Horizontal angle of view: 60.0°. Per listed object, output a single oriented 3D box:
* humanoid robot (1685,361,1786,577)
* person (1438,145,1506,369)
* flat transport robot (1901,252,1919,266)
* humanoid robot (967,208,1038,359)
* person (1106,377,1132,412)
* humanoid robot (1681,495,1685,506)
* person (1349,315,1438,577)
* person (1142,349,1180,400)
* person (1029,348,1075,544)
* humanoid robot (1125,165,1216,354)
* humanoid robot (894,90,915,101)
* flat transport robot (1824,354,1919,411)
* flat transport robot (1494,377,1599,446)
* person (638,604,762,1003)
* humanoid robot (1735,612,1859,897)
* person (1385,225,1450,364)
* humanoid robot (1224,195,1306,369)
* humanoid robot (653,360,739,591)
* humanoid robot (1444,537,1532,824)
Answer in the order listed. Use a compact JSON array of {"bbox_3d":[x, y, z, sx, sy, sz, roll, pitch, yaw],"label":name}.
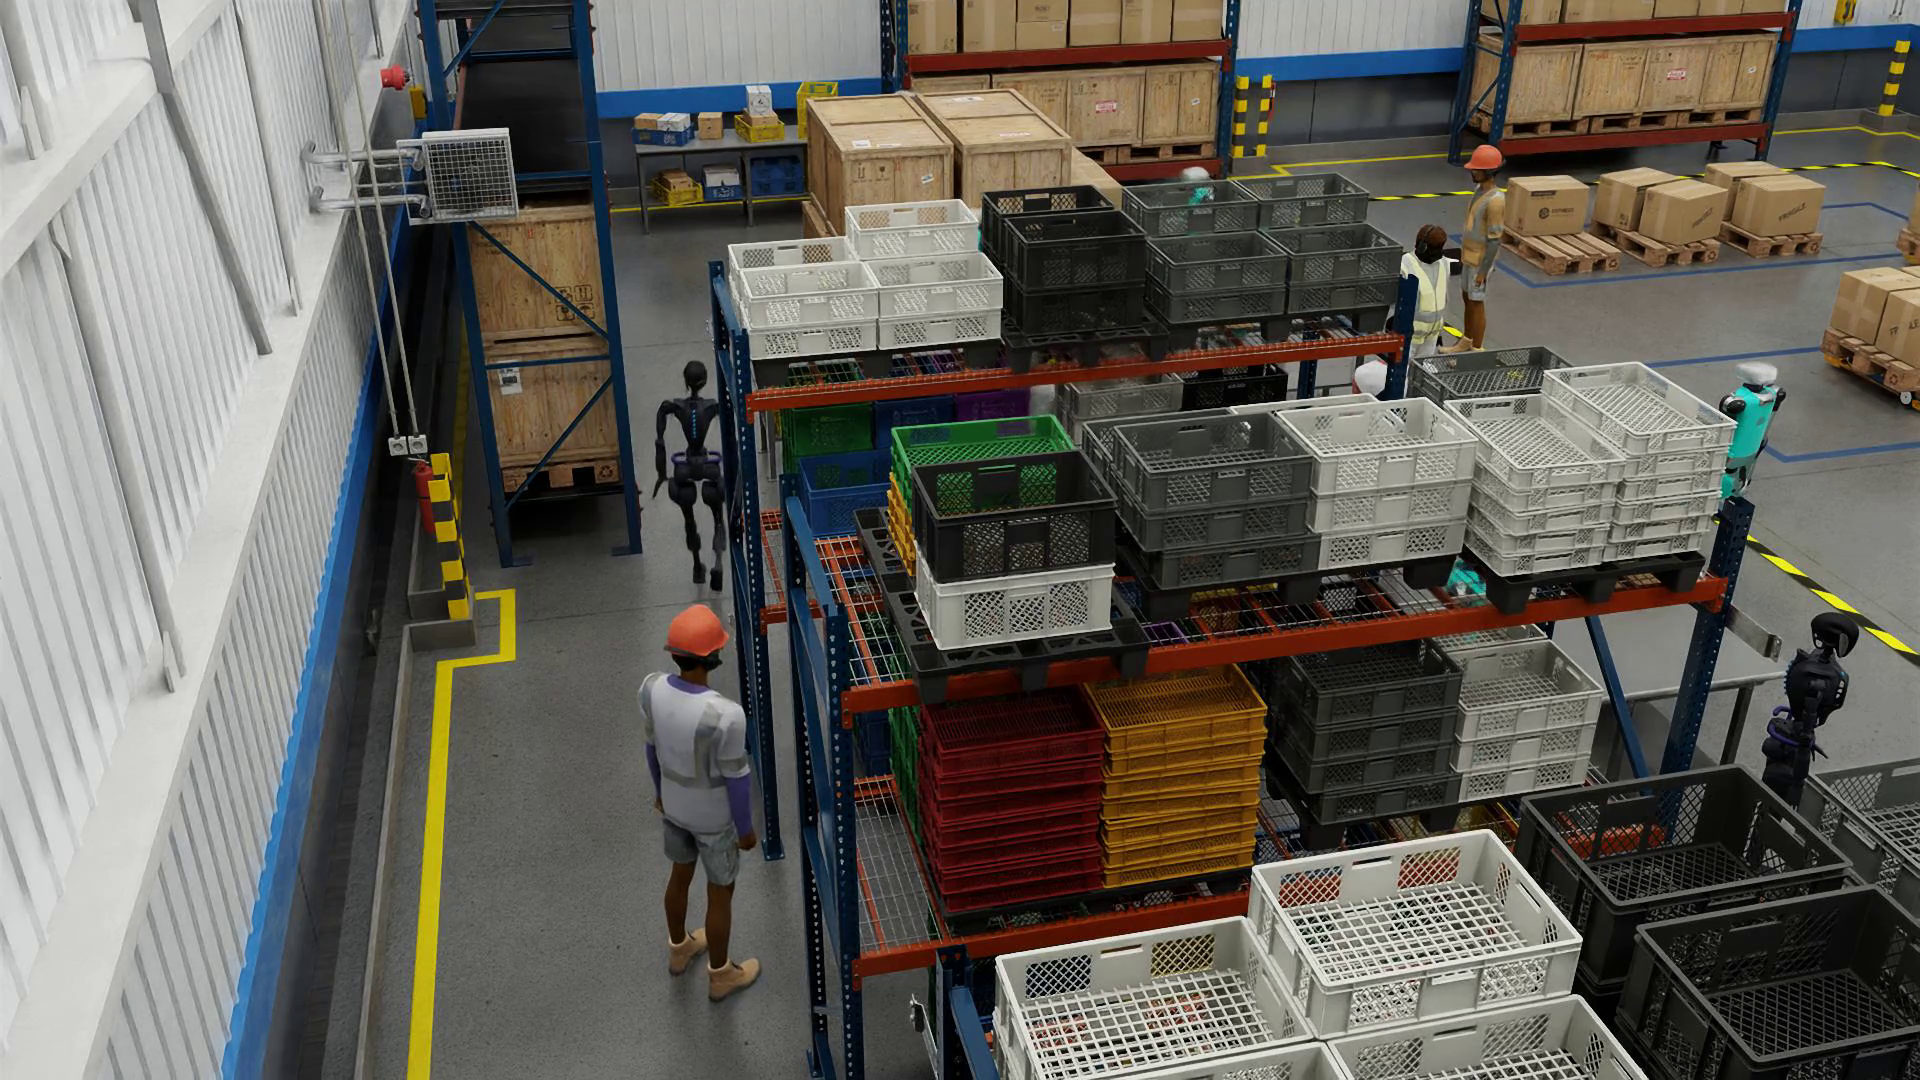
[{"bbox_3d":[5.015,-0.482,11.244,0.533,1.676,0.735,-15,31,-26],"label":"humanoid robot"},{"bbox_3d":[4.624,-2.535,14.958,0.386,2.039,0.613,1,28,1],"label":"person"},{"bbox_3d":[10.603,-2.840,17.405,0.652,0.197,1.431,-3,28,-5],"label":"flat transport robot"},{"bbox_3d":[0.358,-2.007,14.288,0.987,1.749,0.543,-10,30,-19],"label":"humanoid robot"},{"bbox_3d":[1.077,-0.237,10.885,0.985,1.773,0.551,-23,35,-36],"label":"person"},{"bbox_3d":[4.295,0.021,10.568,0.586,1.647,0.772,-9,29,-17],"label":"humanoid robot"},{"bbox_3d":[2.946,-0.628,11.481,0.585,1.911,0.399,2,28,3],"label":"person"},{"bbox_3d":[1.352,-0.794,11.952,0.475,1.749,0.538,4,28,8],"label":"person"},{"bbox_3d":[0.673,-0.570,11.436,0.460,1.839,0.533,-14,31,-25],"label":"person"},{"bbox_3d":[1.865,-2.508,15.269,0.994,1.779,0.530,-11,30,-20],"label":"humanoid robot"},{"bbox_3d":[-0.379,-3.939,18.066,0.742,1.904,0.538,-7,29,-14],"label":"humanoid robot"},{"bbox_3d":[8.473,-1.467,14.800,0.652,0.197,1.431,-6,28,-12],"label":"flat transport robot"},{"bbox_3d":[4.780,-1.036,14.013,0.659,0.231,1.431,-6,28,-12],"label":"flat transport robot"},{"bbox_3d":[-1.204,1.227,7.843,0.617,2.030,0.445,20,34,33],"label":"person"},{"bbox_3d":[4.243,1.091,8.449,0.315,1.657,0.599,15,31,26],"label":"humanoid robot"},{"bbox_3d":[3.712,-1.679,13.561,0.629,1.835,0.429,-15,31,-26],"label":"person"},{"bbox_3d":[2.479,-2.106,14.495,0.942,1.785,0.548,-8,29,-14],"label":"humanoid robot"},{"bbox_3d":[-1.800,-0.409,11.327,0.615,1.642,0.526,-3,28,-6],"label":"humanoid robot"},{"bbox_3d":[2.912,0.809,8.948,0.798,1.771,0.550,10,29,18],"label":"humanoid robot"}]
